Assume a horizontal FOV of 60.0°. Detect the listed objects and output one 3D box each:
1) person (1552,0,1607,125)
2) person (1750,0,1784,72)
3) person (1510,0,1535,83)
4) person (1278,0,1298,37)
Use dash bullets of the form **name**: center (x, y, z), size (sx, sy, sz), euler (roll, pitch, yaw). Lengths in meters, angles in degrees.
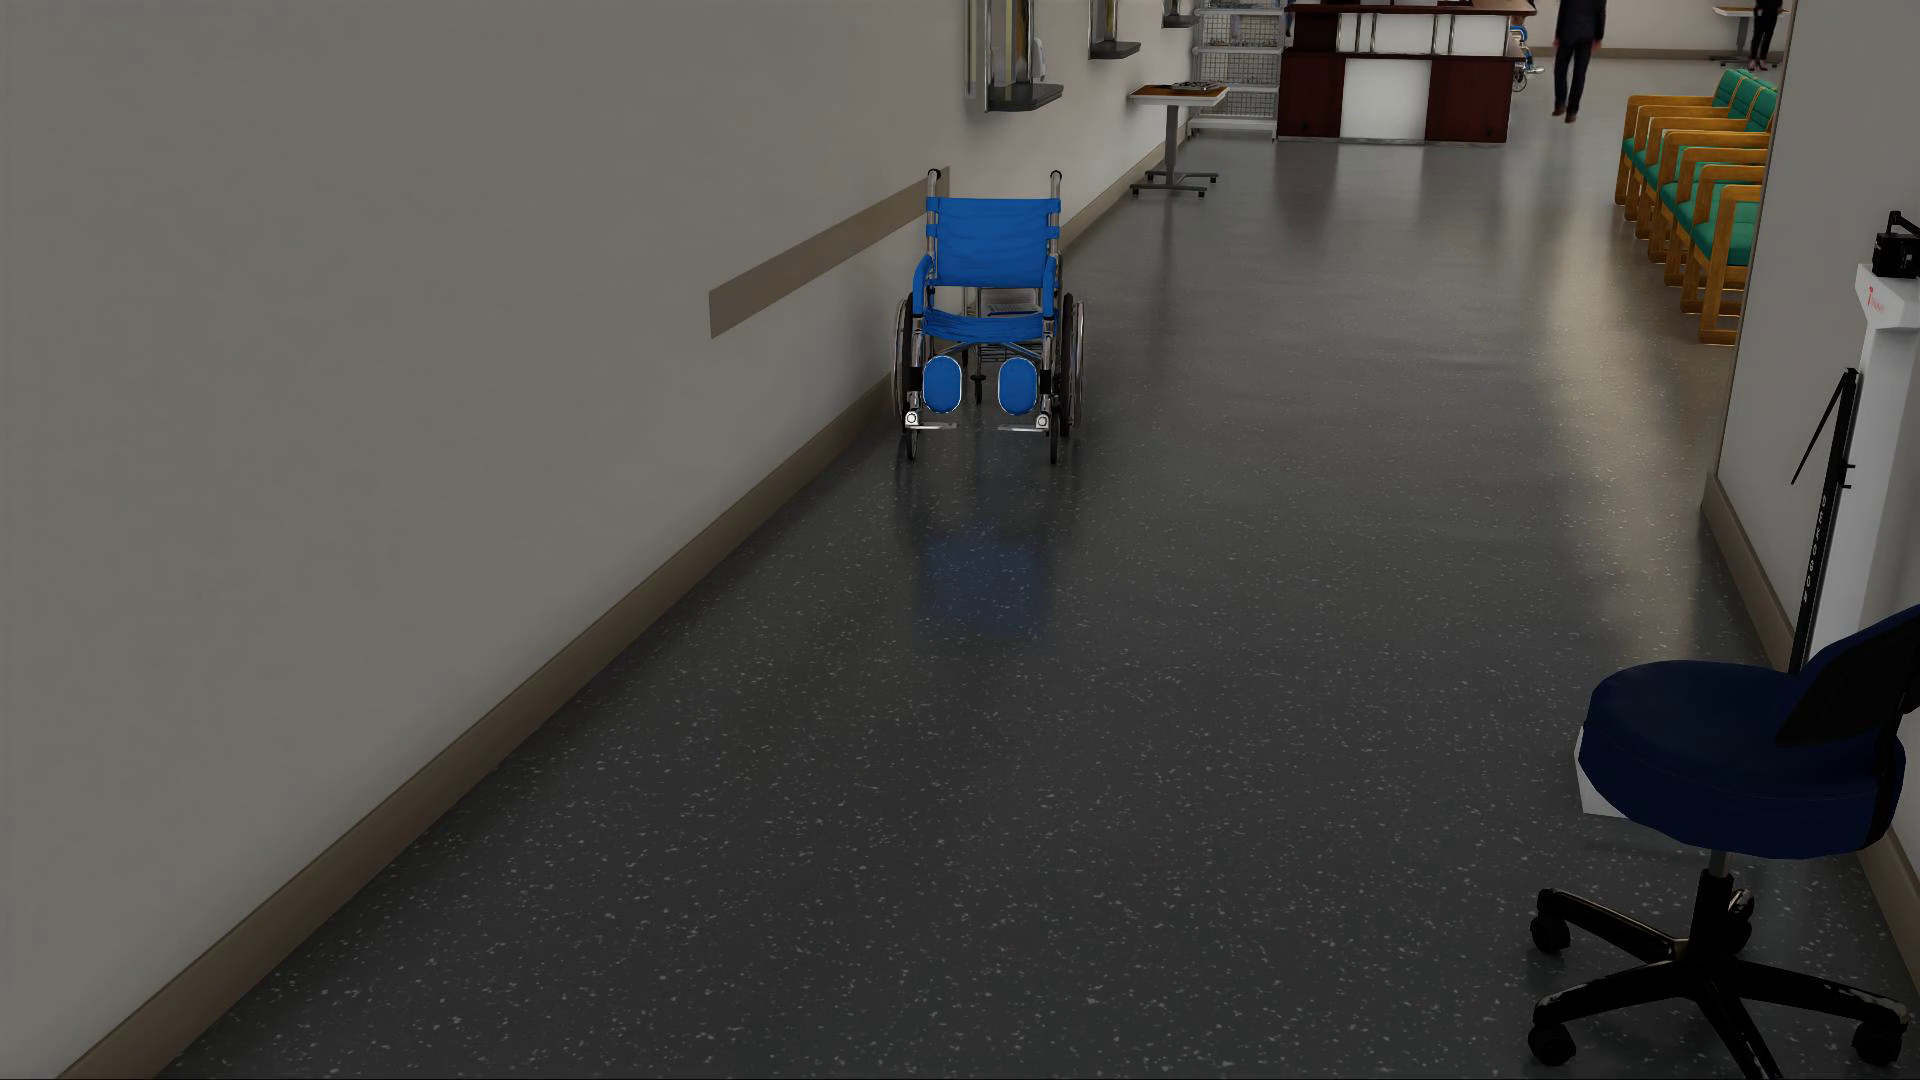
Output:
- **person**: center (6.783, -5.528, 18.273), size (0.643, 1.853, 0.746), euler (7, 22, 18)
- **person**: center (11.697, -7.677, 24.167), size (0.672, 1.698, 0.787), euler (-12, 24, -29)
- **person**: center (7.583, -7.210, 22.658), size (1.195, 1.894, 1.137), euler (-6, 21, -15)
- **person**: center (6.129, -10.242, 31.080), size (0.963, 1.599, 0.780), euler (1, 21, 3)
